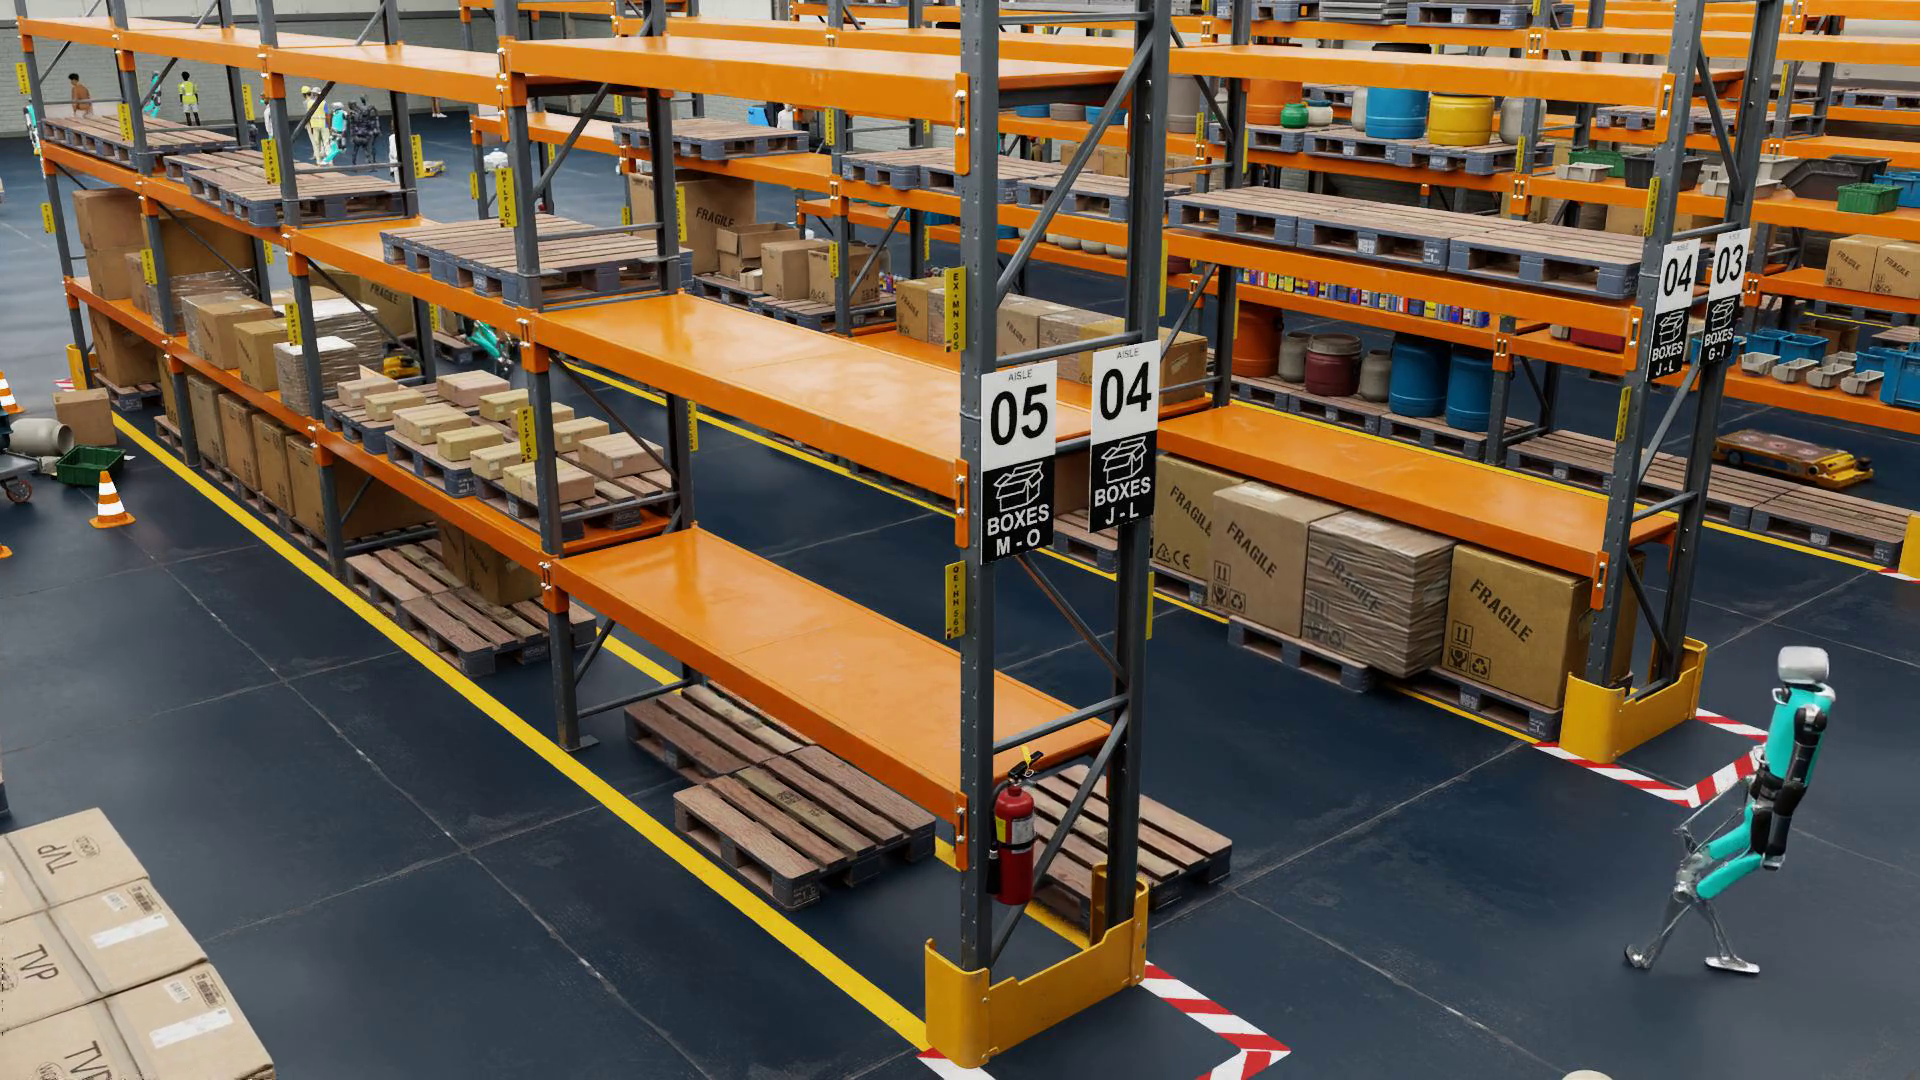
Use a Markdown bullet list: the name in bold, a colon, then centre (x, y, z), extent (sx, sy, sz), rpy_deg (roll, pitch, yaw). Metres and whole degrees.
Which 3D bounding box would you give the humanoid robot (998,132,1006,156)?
- **humanoid robot**: centre (0.745, -7.314, 32.584), extent (0.538, 1.828, 0.665), rpy_deg (11, 22, 29)

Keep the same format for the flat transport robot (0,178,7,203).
- **flat transport robot**: centre (-19.140, -6.313, 31.903), extent (0.659, 0.231, 1.431), rpy_deg (-1, 19, -3)

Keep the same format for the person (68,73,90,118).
- **person**: centre (-23.329, -11.474, 44.216), extent (0.552, 1.837, 0.838), rpy_deg (0, 19, 1)

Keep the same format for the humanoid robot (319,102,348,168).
- **humanoid robot**: centre (-13.656, -8.552, 36.079), extent (0.562, 1.794, 0.810), rpy_deg (14, 24, 35)

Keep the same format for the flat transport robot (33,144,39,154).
- **flat transport robot**: centre (-23.273, -10.020, 42.453), extent (0.659, 0.231, 1.431), rpy_deg (-10, 22, -26)

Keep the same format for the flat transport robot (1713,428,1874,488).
- **flat transport robot**: centre (8.046, -0.807, 16.233), extent (0.659, 0.231, 1.431), rpy_deg (-13, 23, -33)

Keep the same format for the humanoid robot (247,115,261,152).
- **humanoid robot**: centre (-15.064, -8.249, 35.322), extent (0.584, 1.637, 0.608), rpy_deg (-2, 19, -5)

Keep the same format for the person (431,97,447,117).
- **person**: centre (-16.285, -14.073, 51.565), extent (0.498, 1.876, 0.401), rpy_deg (18, 26, 41)

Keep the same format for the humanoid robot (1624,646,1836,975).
- **humanoid robot**: centre (3.617, 1.350, 7.999), extent (0.823, 1.860, 0.551), rpy_deg (7, 20, 18)

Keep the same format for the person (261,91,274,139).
- **person**: centre (-15.443, -9.114, 37.419), extent (0.352, 1.908, 0.483), rpy_deg (-11, 22, -28)

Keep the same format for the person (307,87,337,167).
- **person**: centre (-14.871, -9.557, 38.690), extent (0.541, 1.891, 0.391), rpy_deg (2, 19, 6)

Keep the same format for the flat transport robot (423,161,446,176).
- **flat transport robot**: centre (-12.311, -8.527, 38.203), extent (0.659, 0.231, 1.431), rpy_deg (-1, 19, -4)

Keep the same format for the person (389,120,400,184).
- **person**: centre (-10.536, -6.988, 31.394), extent (0.573, 1.882, 0.356), rpy_deg (10, 22, 27)

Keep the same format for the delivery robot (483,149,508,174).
- **delivery robot**: centre (-10.637, -8.661, 38.177), extent (0.499, 0.610, 0.788), rpy_deg (7, 21, 20)

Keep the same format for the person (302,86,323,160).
- **person**: centre (-15.895, -10.212, 40.744), extent (0.325, 1.765, 0.527), rpy_deg (4, 20, 10)

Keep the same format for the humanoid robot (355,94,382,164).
- **humanoid robot**: centre (-14.143, -9.822, 39.774), extent (0.585, 1.646, 0.354), rpy_deg (-3, 20, -9)

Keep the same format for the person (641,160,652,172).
- **person**: centre (-5.252, -5.964, 28.370), extent (0.367, 1.960, 0.606), rpy_deg (-3, 20, -7)

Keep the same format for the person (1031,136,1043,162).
- **person**: centre (1.426, -6.802, 31.050), extent (0.411, 1.759, 0.537), rpy_deg (0, 19, -1)

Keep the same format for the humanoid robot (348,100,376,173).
- **humanoid robot**: centre (-13.864, -9.295, 38.299), extent (0.634, 1.630, 0.610), rpy_deg (6, 20, 17)

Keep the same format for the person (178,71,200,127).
- **person**: centre (-21.748, -12.350, 46.926), extent (0.316, 1.695, 0.539), rpy_deg (18, 26, 41)

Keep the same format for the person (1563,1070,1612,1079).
- **person**: centre (1.733, 2.359, 4.920), extent (0.393, 1.796, 0.593), rpy_deg (-9, 21, -24)

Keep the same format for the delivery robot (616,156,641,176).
- **delivery robot**: centre (-7.486, -8.537, 37.814), extent (0.499, 0.603, 0.807), rpy_deg (-11, 22, -28)

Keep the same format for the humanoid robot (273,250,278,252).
- **humanoid robot**: centre (-11.927, -5.663, 27.978), extent (0.693, 1.646, 0.608), rpy_deg (-1, 19, -4)

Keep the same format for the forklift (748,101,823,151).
- **forklift**: centre (-4.526, -11.368, 42.374), extent (1.129, 2.768, 1.873), rpy_deg (-15, 24, -37)

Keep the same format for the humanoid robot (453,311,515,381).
- **humanoid robot**: centre (-5.244, -2.354, 18.423), extent (0.801, 1.753, 0.542), rpy_deg (13, 23, 32)

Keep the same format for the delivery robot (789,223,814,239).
- **delivery robot**: centre (-2.823, -4.956, 27.633), extent (0.782, 0.610, 0.510), rpy_deg (-8, 21, -23)

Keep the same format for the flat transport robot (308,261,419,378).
- **flat transport robot**: centre (-7.199, -2.172, 20.117), extent (0.659, 0.231, 1.431), rpy_deg (-18, 26, -41)

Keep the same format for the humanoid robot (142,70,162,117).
- **humanoid robot**: centre (-22.640, -12.205, 46.477), extent (0.867, 1.760, 0.543), rpy_deg (-18, 26, -41)

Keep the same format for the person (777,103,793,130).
- **person**: centre (-3.747, -8.788, 36.493), extent (0.562, 1.898, 0.352), rpy_deg (2, 19, 4)

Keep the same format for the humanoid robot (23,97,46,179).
- **humanoid robot**: centre (-20.641, -8.974, 37.430), extent (0.545, 1.889, 0.787), rpy_deg (-11, 22, -29)
